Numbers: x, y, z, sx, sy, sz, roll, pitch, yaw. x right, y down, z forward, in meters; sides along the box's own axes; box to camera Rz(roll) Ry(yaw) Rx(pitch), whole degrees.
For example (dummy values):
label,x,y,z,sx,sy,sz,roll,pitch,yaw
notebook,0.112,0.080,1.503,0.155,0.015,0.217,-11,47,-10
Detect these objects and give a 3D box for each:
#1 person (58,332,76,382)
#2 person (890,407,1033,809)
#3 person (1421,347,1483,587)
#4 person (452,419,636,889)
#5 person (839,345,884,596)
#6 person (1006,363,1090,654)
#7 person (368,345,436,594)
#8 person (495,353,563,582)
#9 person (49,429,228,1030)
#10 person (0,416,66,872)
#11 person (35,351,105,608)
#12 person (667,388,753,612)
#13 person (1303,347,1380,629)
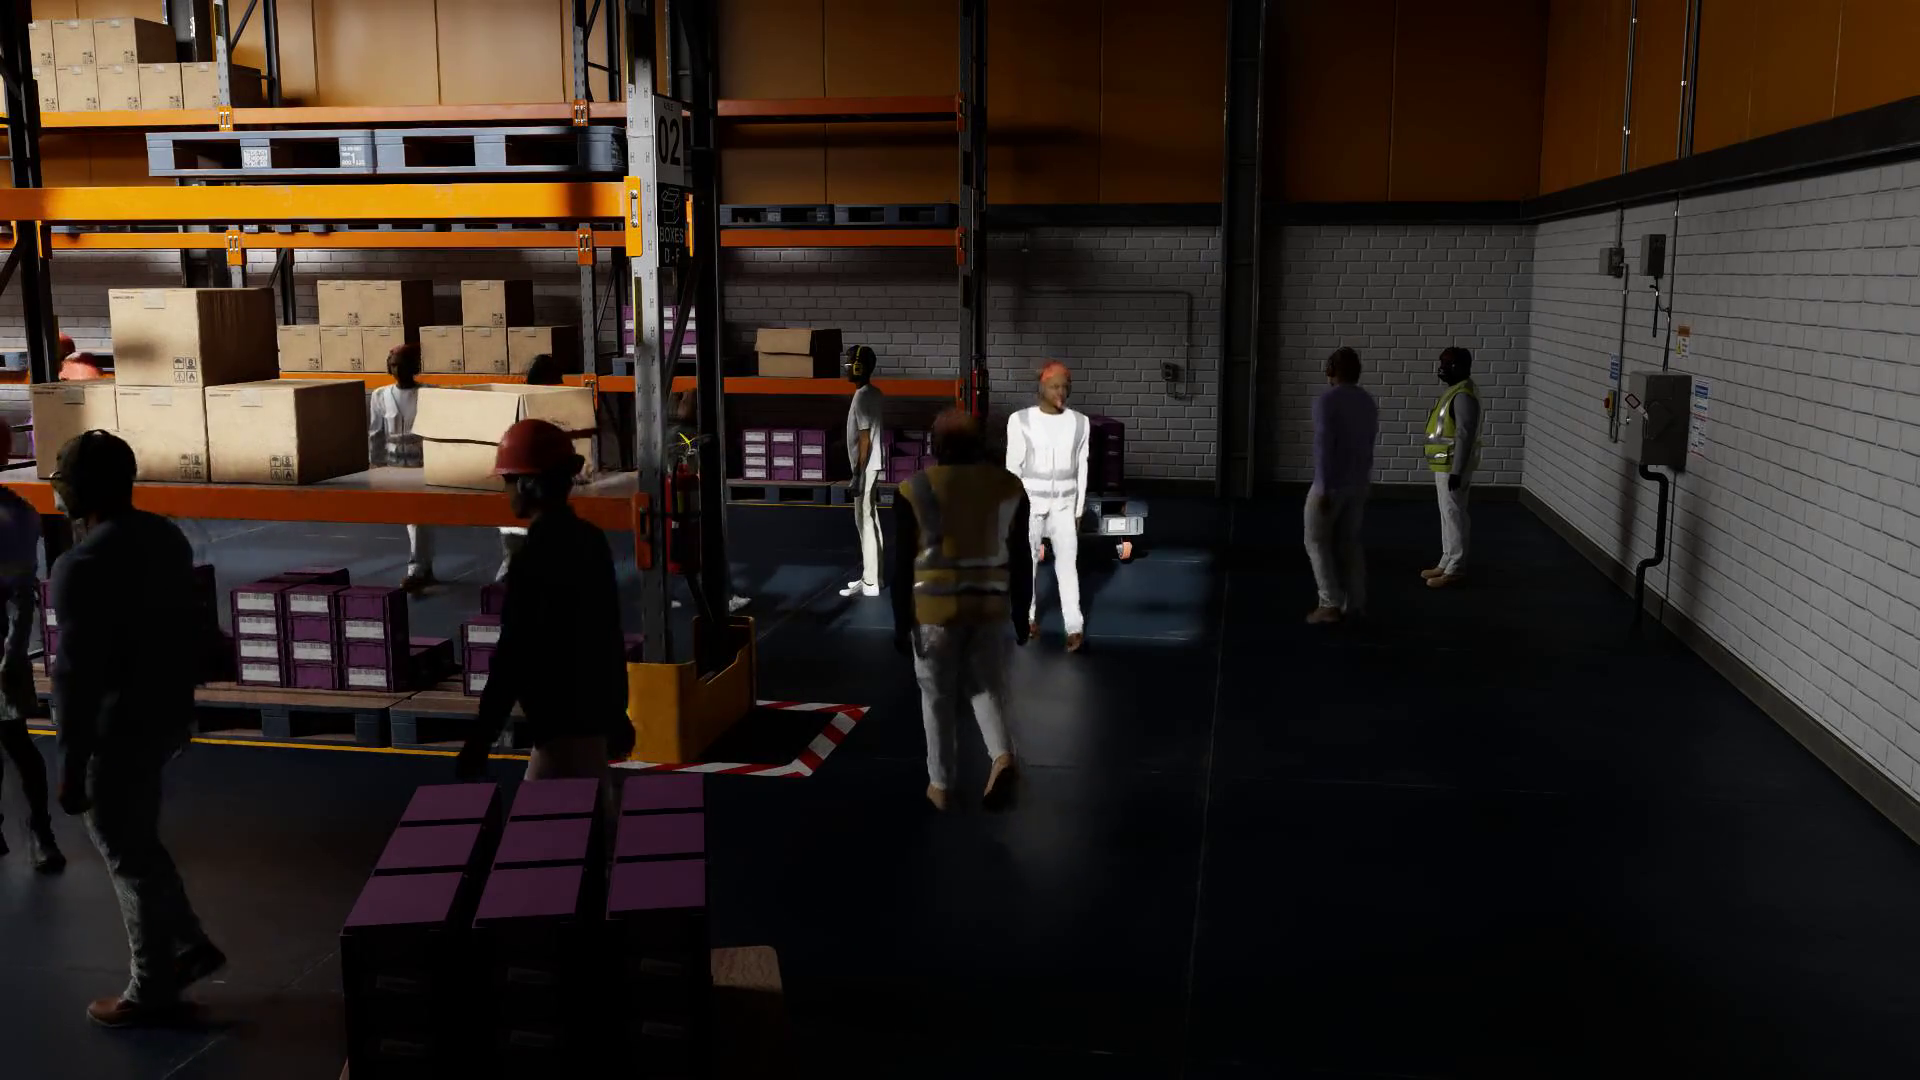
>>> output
label,x,y,z,sx,sy,sz,roll,pitch,yaw
person,-7.128,-0.689,13.264,0.350,1.940,0.551,1,9,9
person,0.026,0.332,7.313,0.646,1.820,0.621,-3,10,-16
person,3.770,-0.560,12.773,0.429,1.842,0.633,1,9,9
person,-1.353,0.576,5.441,1.003,1.939,0.615,0,9,2
person,-0.730,-0.514,12.401,0.316,1.870,0.531,1,9,9
person,0.571,-0.208,10.638,0.577,1.832,0.972,-2,9,-11
person,-4.163,-0.516,12.461,0.612,1.848,0.899,1,9,5
person,-2.734,-0.249,10.662,0.651,1.897,0.517,-6,11,-35
person,-2.638,0.613,5.224,0.434,1.928,0.652,0,9,0
person,-3.959,0.411,6.649,0.695,1.889,0.374,3,10,20
person,-5.693,-0.253,10.633,0.706,1.920,0.562,2,9,13
person,-1.859,-0.271,11.740,0.866,1.590,0.496,9,13,43
person,2.619,-0.349,11.295,0.642,1.897,0.501,-6,11,-35
